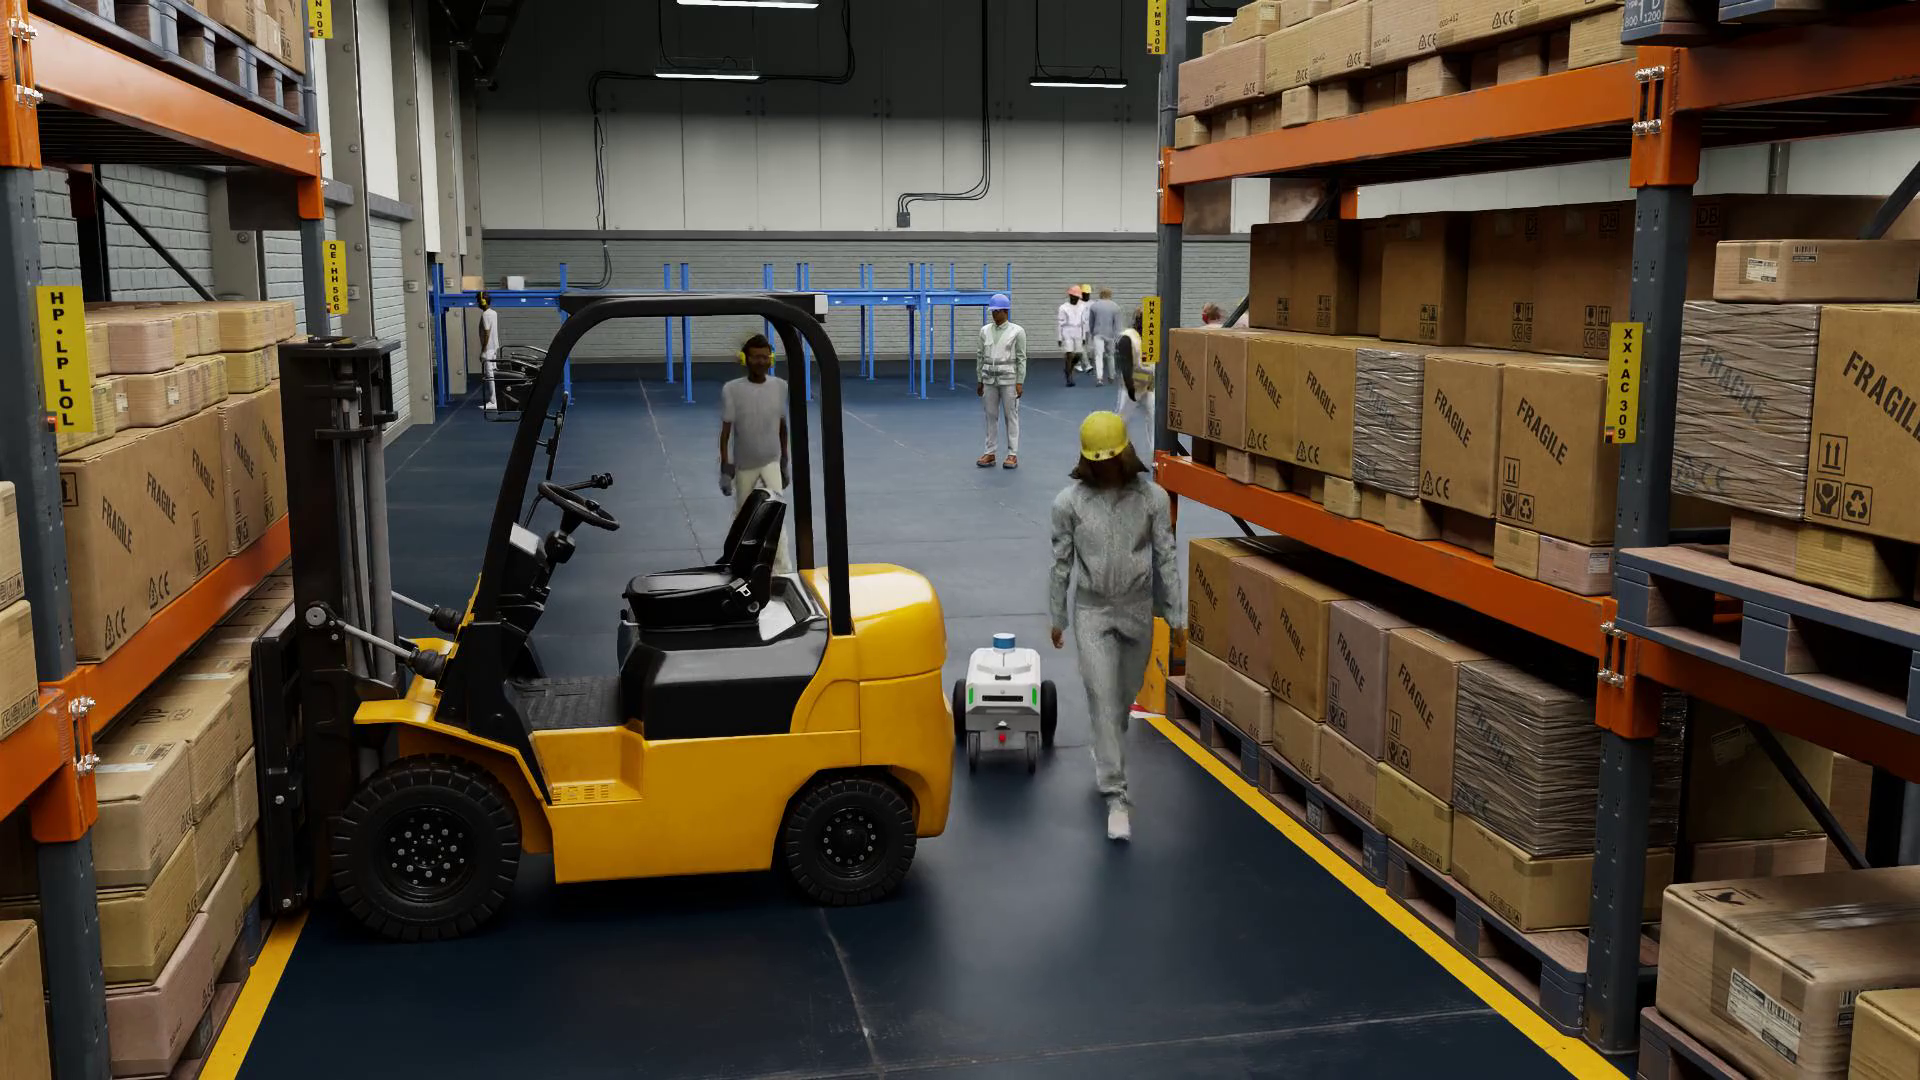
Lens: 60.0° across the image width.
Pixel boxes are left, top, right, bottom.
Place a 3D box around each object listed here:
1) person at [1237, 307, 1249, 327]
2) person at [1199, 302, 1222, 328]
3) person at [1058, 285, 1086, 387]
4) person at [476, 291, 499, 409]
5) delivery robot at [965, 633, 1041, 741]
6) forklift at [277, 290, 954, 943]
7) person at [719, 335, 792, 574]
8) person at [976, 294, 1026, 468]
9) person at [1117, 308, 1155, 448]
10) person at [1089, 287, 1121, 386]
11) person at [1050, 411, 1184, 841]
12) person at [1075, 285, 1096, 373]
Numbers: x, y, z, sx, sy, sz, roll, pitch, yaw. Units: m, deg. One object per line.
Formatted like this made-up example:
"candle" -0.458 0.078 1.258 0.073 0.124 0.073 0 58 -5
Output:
"person" 5.038 -3.322 28.663 0.545 1.748 0.526 -3 10 -20
"person" 3.042 -1.940 19.994 0.591 1.829 0.583 -2 10 -12
"person" 2.114 -3.887 31.618 0.564 1.914 0.552 -3 10 -20
"person" -7.533 -3.025 26.528 0.328 1.865 0.521 1 9 3
"delivery robot" 0.206 0.680 7.764 0.477 0.478 0.707 0 9 3
"forklift" -1.179 0.175 6.143 2.313 2.155 1.214 -2 10 -12
"person" -1.399 -0.514 11.460 0.540 1.788 1.043 -4 10 -21
"person" 0.456 -1.797 18.779 0.609 1.948 0.389 5 11 28
"person" 2.049 -1.761 19.043 0.615 1.805 0.963 -6 11 -32
"person" 2.782 -3.909 31.929 0.618 1.863 1.071 1 9 6
"person" 0.626 0.291 6.855 0.523 1.682 0.902 -1 9 -7
"person" 2.686 -4.525 35.651 0.603 1.870 1.049 -3 10 -20
